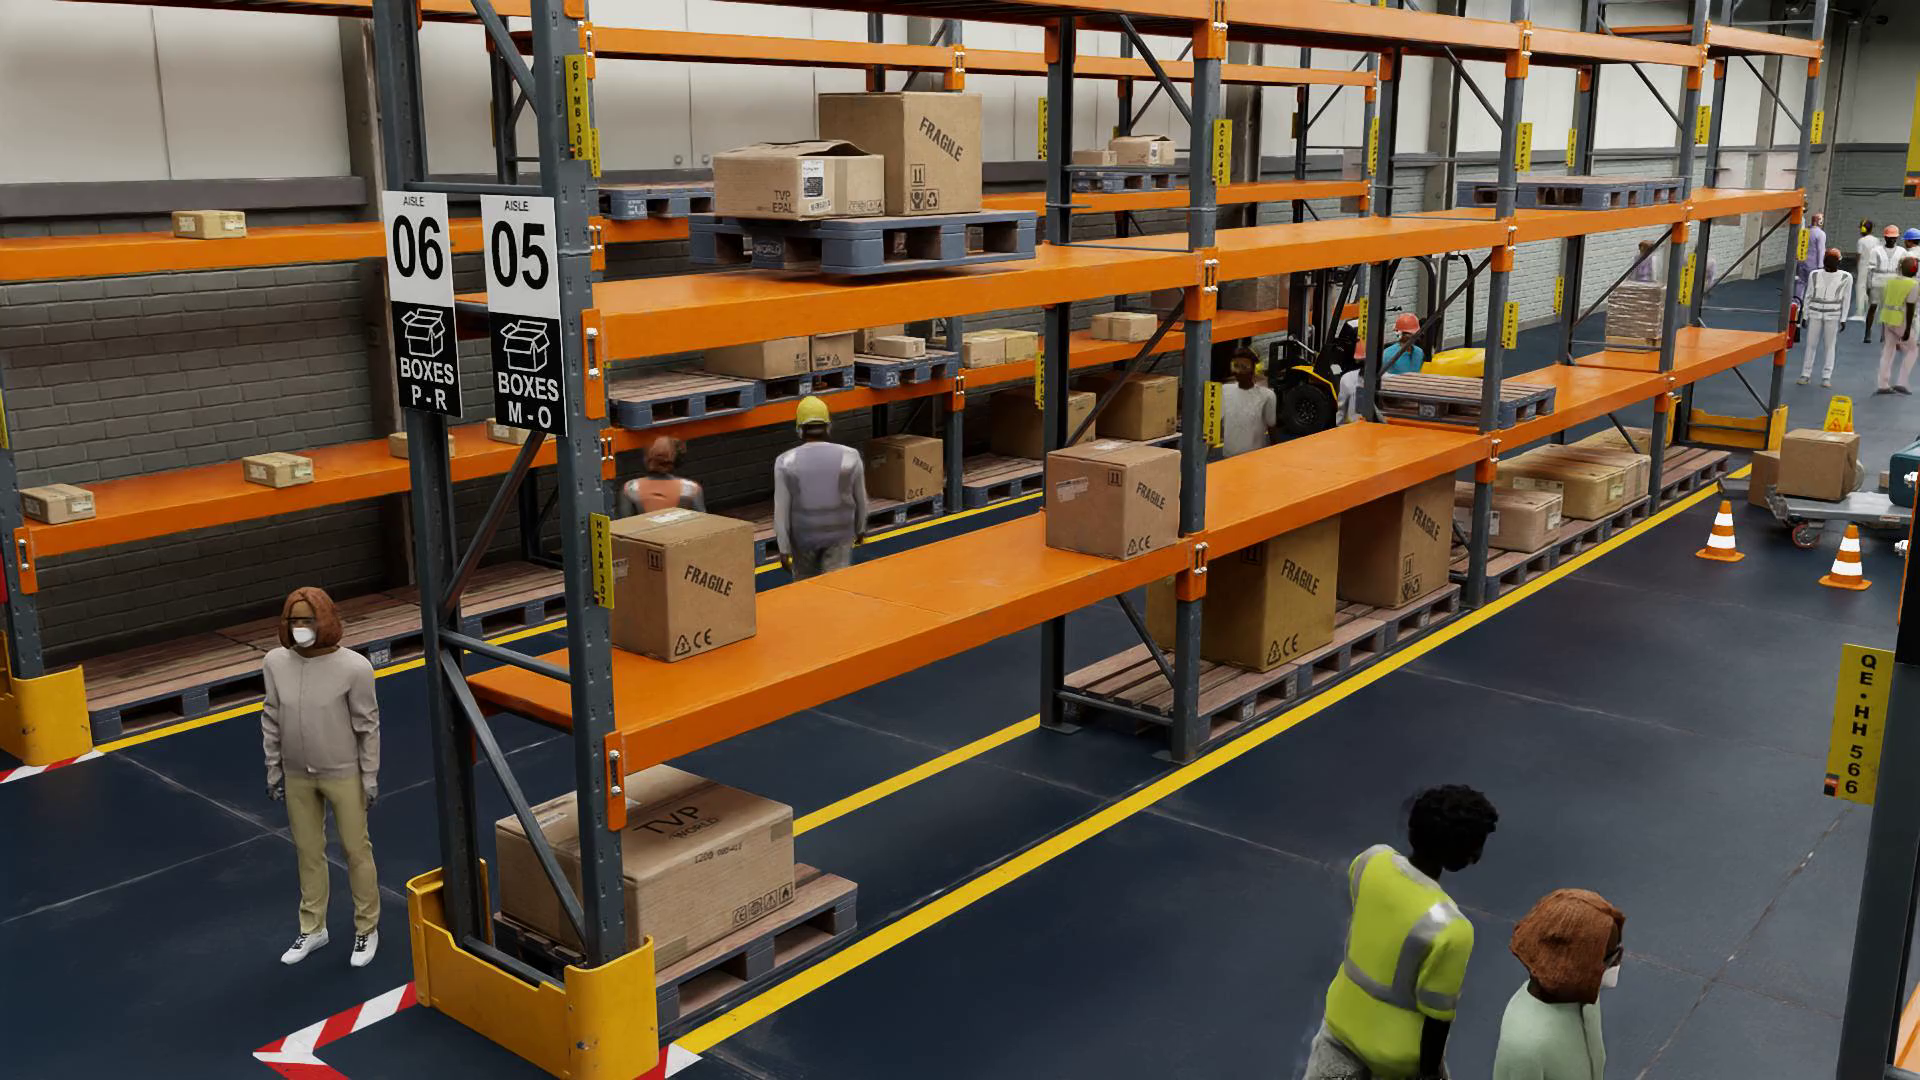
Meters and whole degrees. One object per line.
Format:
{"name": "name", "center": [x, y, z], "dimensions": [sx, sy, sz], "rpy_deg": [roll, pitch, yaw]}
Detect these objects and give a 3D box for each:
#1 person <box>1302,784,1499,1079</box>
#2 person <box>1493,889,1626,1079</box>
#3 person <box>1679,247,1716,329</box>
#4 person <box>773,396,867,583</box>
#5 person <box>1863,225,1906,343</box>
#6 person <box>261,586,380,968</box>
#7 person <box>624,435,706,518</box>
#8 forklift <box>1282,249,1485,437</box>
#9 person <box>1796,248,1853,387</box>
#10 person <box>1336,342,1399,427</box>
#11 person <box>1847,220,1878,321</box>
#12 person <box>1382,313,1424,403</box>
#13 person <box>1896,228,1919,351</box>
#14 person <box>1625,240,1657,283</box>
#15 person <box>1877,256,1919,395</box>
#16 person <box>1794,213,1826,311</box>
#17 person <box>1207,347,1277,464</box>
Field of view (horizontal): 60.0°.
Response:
{"name": "person", "center": [1.251, 1.479, 4.876], "dimensions": [0.866, 1.638, 0.518], "rpy_deg": [-7, 15, -26]}
{"name": "person", "center": [1.484, 1.641, 4.245], "dimensions": [0.270, 1.627, 0.502], "rpy_deg": [11, 18, 38]}
{"name": "person", "center": [12.465, -4.236, 28.194], "dimensions": [0.595, 1.618, 0.404], "rpy_deg": [10, 17, 35]}
{"name": "person", "center": [-0.901, -0.045, 10.791], "dimensions": [0.601, 1.783, 0.904], "rpy_deg": [-2, 14, -6]}
{"name": "person", "center": [15.245, -4.208, 27.416], "dimensions": [0.545, 1.938, 0.355], "rpy_deg": [4, 14, 15]}
{"name": "person", "center": [-2.645, 0.982, 6.905], "dimensions": [0.499, 1.636, 0.279], "rpy_deg": [2, 14, 7]}
{"name": "person", "center": [-1.801, 0.171, 10.237], "dimensions": [0.537, 1.627, 0.335], "rpy_deg": [0, 14, -2]}
{"name": "forklift", "center": [4.886, -2.214, 18.767], "dimensions": [2.313, 2.155, 1.214], "rpy_deg": [11, 18, 38]}
{"name": "person", "center": [11.858, -3.051, 22.809], "dimensions": [0.573, 1.887, 0.353], "rpy_deg": [11, 18, 38]}
{"name": "person", "center": [3.622, -0.959, 14.664], "dimensions": [0.573, 1.714, 0.873], "rpy_deg": [12, 18, 40]}
{"name": "person", "center": [16.650, -4.960, 30.662], "dimensions": [0.502, 1.849, 0.418], "rpy_deg": [-9, 17, -34]}
{"name": "person", "center": [4.237, -1.298, 15.946], "dimensions": [0.563, 1.752, 0.341], "rpy_deg": [-9, 17, -33]}
{"name": "person", "center": [15.103, -3.979, 26.489], "dimensions": [0.613, 1.939, 0.409], "rpy_deg": [-7, 15, -26]}
{"name": "person", "center": [11.697, -4.372, 28.746], "dimensions": [0.753, 1.598, 0.551], "rpy_deg": [-3, 14, -12]}
{"name": "person", "center": [12.514, -2.837, 22.066], "dimensions": [0.594, 1.823, 0.558], "rpy_deg": [-3, 14, -12]}
{"name": "person", "center": [16.441, -5.339, 32.109], "dimensions": [0.400, 1.899, 0.648], "rpy_deg": [-3, 14, -12]}
{"name": "person", "center": [2.120, -0.572, 12.847], "dimensions": [0.519, 1.826, 0.954], "rpy_deg": [11, 17, 37]}
